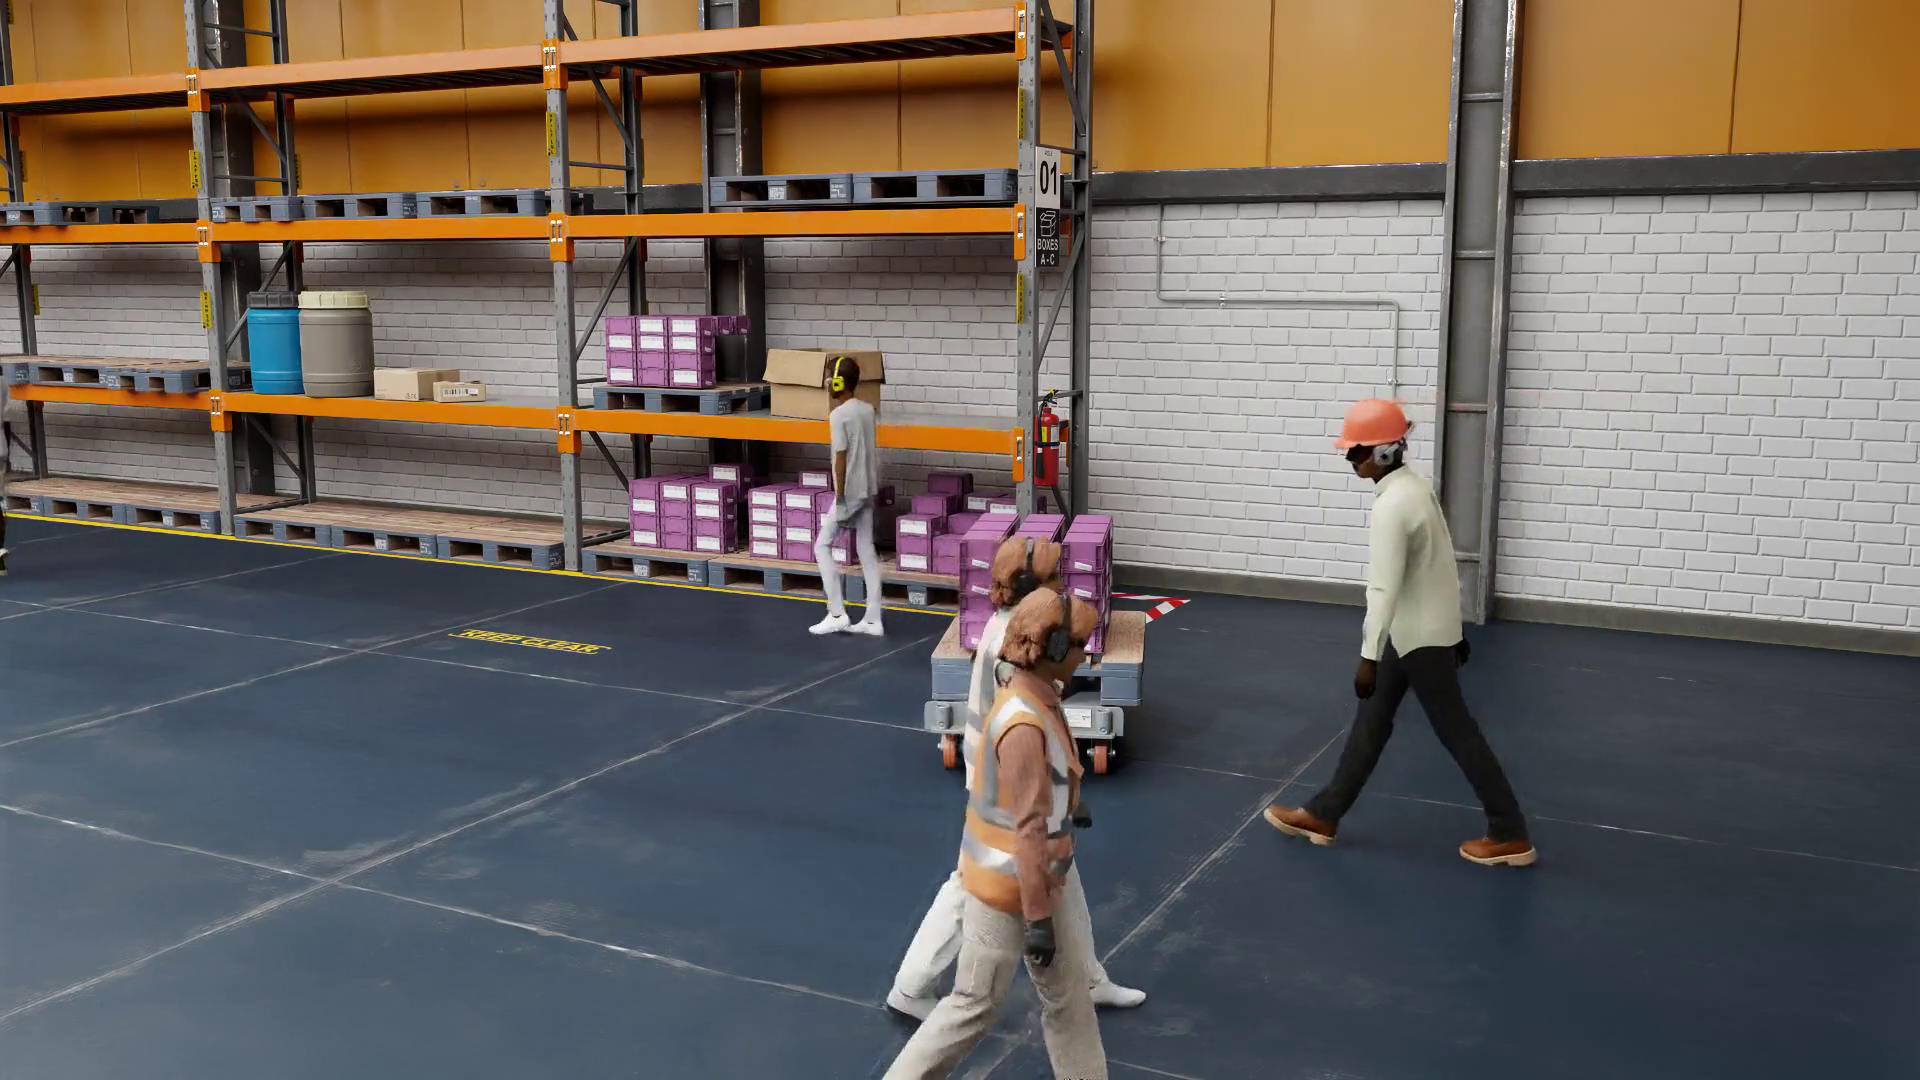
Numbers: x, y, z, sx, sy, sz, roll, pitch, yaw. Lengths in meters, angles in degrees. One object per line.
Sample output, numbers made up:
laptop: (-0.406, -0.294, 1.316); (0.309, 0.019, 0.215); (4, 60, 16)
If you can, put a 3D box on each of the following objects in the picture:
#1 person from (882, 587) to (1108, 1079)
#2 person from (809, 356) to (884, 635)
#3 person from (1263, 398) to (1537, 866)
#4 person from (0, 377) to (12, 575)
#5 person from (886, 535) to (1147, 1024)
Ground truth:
person: (0.120, 0.911, 4.414); (0.828, 1.596, 0.537); (1, 9, 9)
person: (-0.751, -0.282, 11.000); (0.618, 1.849, 0.539); (6, 11, 32)
person: (1.838, 0.383, 6.733); (1.112, 1.903, 0.621); (3, 10, 19)
person: (-7.713, -0.671, 13.038); (0.422, 1.952, 0.634); (3, 10, 19)
person: (0.156, 0.772, 5.258); (0.838, 1.595, 0.501); (0, 9, 3)
